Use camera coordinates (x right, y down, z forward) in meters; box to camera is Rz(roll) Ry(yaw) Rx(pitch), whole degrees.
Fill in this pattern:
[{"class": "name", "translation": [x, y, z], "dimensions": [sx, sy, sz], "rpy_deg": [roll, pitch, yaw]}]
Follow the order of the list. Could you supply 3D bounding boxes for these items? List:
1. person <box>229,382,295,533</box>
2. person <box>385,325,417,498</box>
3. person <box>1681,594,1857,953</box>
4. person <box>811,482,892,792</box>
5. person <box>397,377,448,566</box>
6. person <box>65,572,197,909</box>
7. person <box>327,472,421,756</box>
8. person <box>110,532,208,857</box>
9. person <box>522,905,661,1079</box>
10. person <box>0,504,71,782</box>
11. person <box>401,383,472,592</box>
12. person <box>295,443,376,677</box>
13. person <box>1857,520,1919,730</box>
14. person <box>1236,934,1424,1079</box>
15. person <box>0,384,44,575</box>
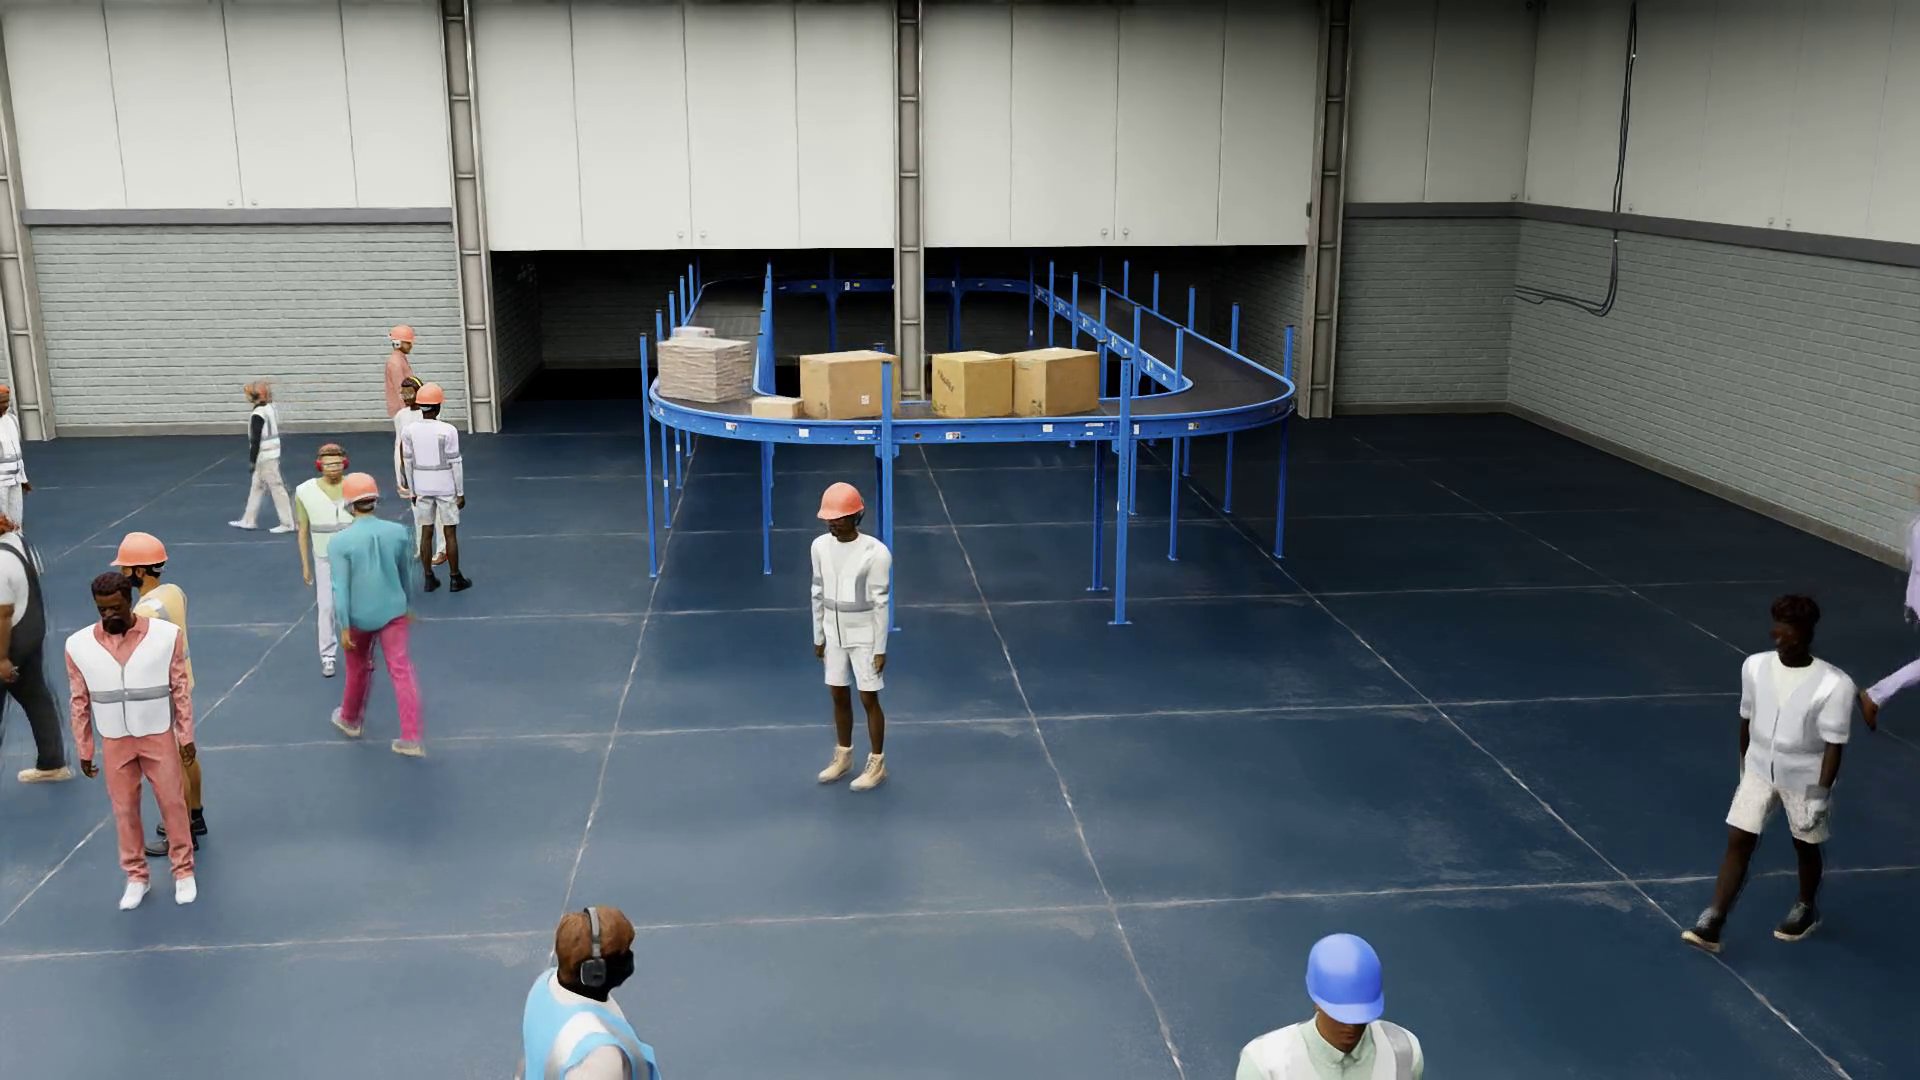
[{"class": "person", "translation": [-7.392, -0.848, 17.401], "dimensions": [0.758, 1.606, 0.541], "rpy_deg": [-3, 14, -12]}, {"class": "person", "translation": [-6.405, -1.482, 19.198], "dimensions": [0.393, 1.985, 0.611], "rpy_deg": [-5, 15, -20]}, {"class": "person", "translation": [4.193, 1.218, 8.531], "dimensions": [0.997, 1.910, 0.608], "rpy_deg": [-11, 18, -37]}, {"class": "person", "translation": [-0.721, 0.623, 10.691], "dimensions": [0.601, 2.036, 0.411], "rpy_deg": [9, 16, 31]}, {"class": "person", "translation": [-5.245, -0.667, 16.204], "dimensions": [0.504, 1.861, 0.329], "rpy_deg": [4, 15, 17]}, {"class": "person", "translation": [-4.516, 1.081, 9.111], "dimensions": [0.599, 1.908, 0.403], "rpy_deg": [-5, 15, -18]}, {"class": "person", "translation": [-4.033, 0.485, 11.430], "dimensions": [1.054, 1.933, 0.636], "rpy_deg": [13, 19, 43]}, {"class": "person", "translation": [-4.700, 0.899, 9.767], "dimensions": [0.356, 1.939, 0.543], "rpy_deg": [-2, 14, -9]}, {"class": "person", "translation": [-1.164, 2.043, 5.388], "dimensions": [0.429, 1.839, 0.634], "rpy_deg": [-7, 16, -27]}, {"class": "person", "translation": [-6.235, 0.632, 10.625], "dimensions": [0.811, 2.000, 0.707], "rpy_deg": [-3, 14, -11]}, {"class": "person", "translation": [-4.802, -0.474, 15.258], "dimensions": [0.543, 1.939, 0.356], "rpy_deg": [1, 14, 5]}, {"class": "person", "translation": [-4.860, 0.138, 13.015], "dimensions": [0.574, 1.838, 0.388], "rpy_deg": [-8, 16, -29]}, {"class": "person", "translation": [6.806, 0.457, 11.649], "dimensions": [0.804, 1.877, 0.640], "rpy_deg": [3, 14, 12]}, {"class": "person", "translation": [1.106, 2.075, 5.040], "dimensions": [0.615, 1.945, 0.404], "rpy_deg": [-3, 14, -13]}, {"class": "person", "translation": [-8.981, -0.543, 15.641], "dimensions": [0.356, 1.887, 0.572], "rpy_deg": [1, 14, 4]}]
